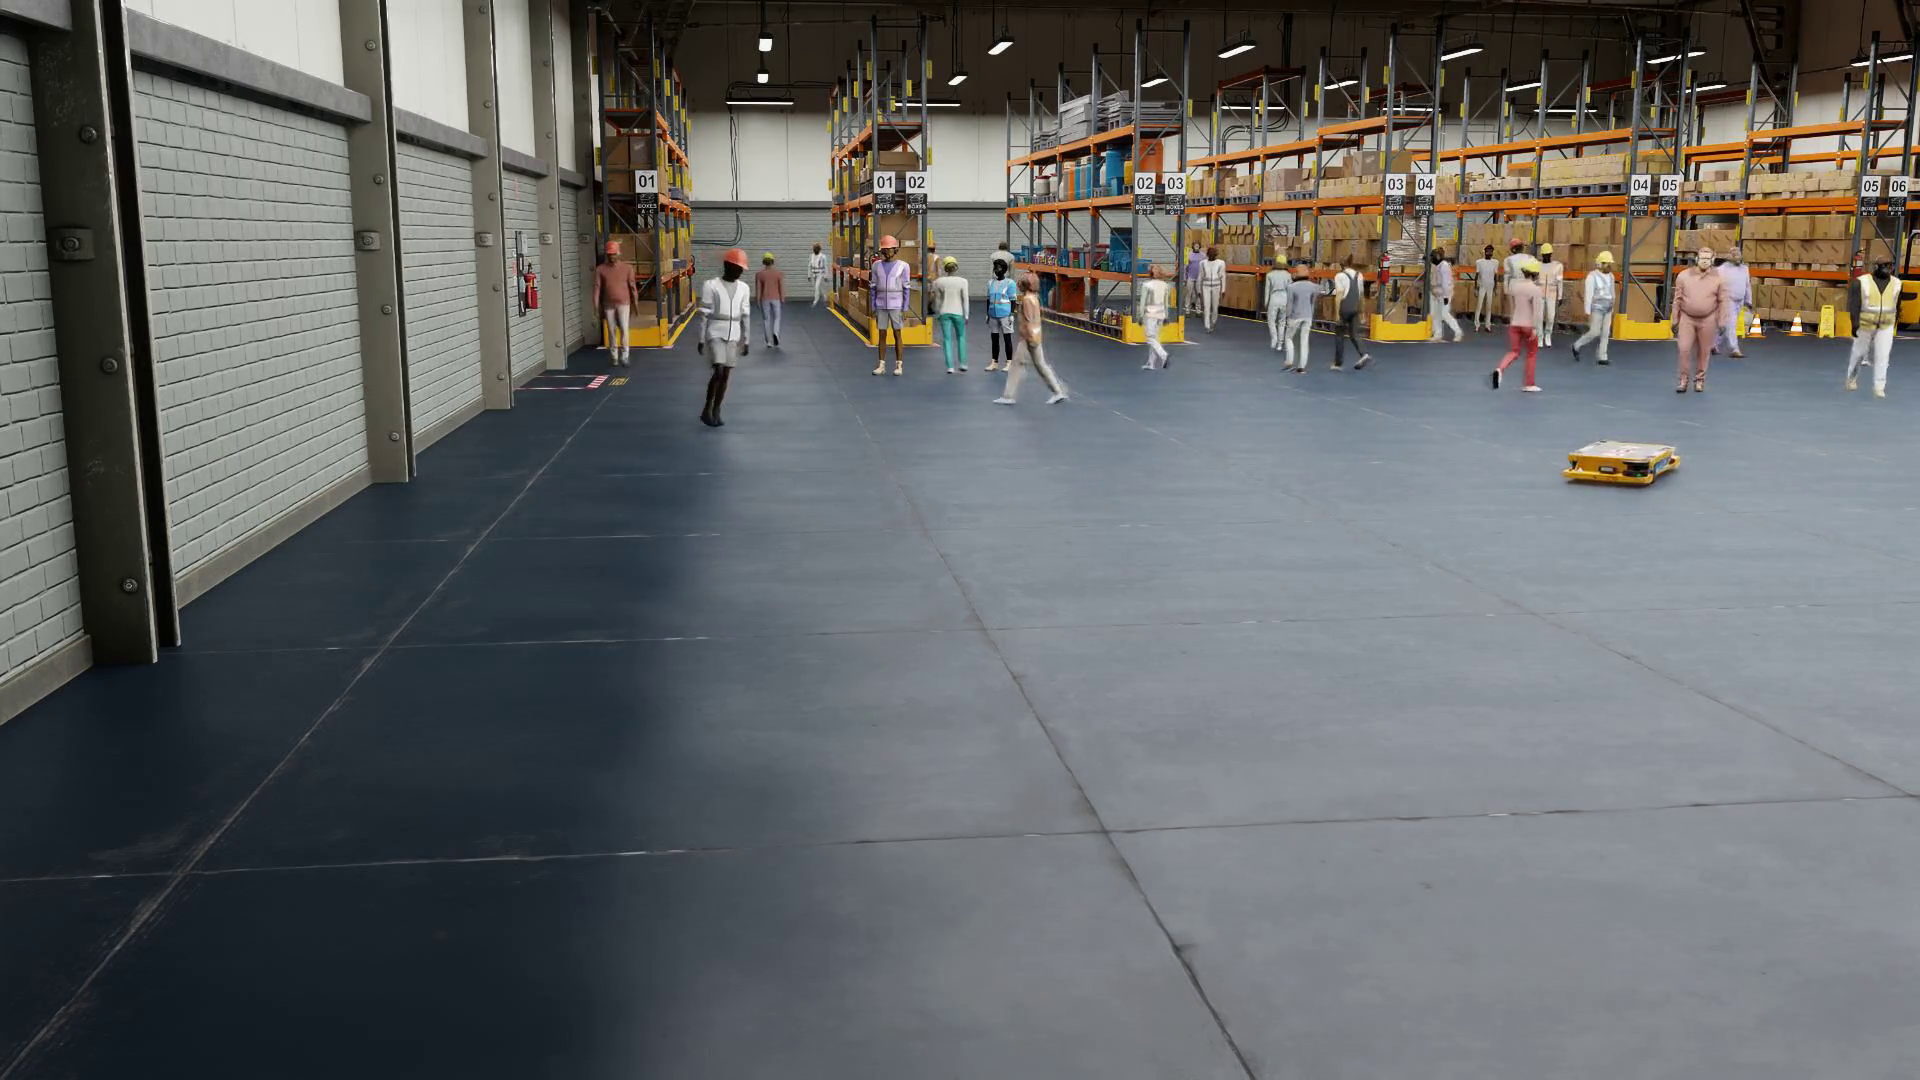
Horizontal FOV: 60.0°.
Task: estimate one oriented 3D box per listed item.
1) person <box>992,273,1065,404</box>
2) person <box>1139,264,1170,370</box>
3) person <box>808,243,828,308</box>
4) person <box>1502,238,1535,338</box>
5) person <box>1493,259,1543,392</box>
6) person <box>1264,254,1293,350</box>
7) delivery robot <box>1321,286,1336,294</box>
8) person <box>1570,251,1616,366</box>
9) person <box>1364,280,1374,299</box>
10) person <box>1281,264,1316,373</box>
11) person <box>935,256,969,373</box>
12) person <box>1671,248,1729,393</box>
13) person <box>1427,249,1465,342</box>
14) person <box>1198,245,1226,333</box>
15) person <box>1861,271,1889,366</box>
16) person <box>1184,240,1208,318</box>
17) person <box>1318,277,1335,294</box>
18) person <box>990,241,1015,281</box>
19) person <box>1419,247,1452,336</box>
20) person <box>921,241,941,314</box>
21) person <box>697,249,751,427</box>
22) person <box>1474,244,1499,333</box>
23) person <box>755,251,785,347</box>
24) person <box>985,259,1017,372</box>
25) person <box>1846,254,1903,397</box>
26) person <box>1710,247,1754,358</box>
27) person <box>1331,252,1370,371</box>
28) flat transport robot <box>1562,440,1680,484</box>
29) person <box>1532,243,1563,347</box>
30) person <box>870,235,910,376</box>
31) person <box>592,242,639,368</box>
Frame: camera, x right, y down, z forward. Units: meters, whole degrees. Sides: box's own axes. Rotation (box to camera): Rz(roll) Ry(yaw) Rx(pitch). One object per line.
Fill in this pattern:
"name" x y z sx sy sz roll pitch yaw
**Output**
"person" 0.869 -2.424 20.106 0.863 1.597 0.534 2 11 13
"person" 2.978 -3.378 25.248 0.523 1.621 0.629 -7 13 -35
"person" -4.038 -7.587 47.672 0.598 1.863 0.822 7 12 34
"person" 11.013 -4.924 32.694 0.708 1.998 0.540 2 11 13
"person" 7.324 -2.790 21.693 0.659 1.743 0.528 -6 12 -31
"person" 5.701 -4.251 29.762 0.495 1.723 0.475 1 10 5
"delivery robot" 11.088 -7.301 49.436 0.707 0.478 0.477 0 10 0
"person" 10.044 -3.649 26.245 0.593 1.809 0.625 -6 12 -31
"person" 10.942 -7.142 45.130 0.630 1.892 0.760 -1 10 -3
"person" 5.058 -3.310 24.895 0.516 1.620 0.486 -3 11 -15
"person" -0.107 -3.378 24.958 0.535 1.725 0.826 1 10 8
"person" 9.605 -2.840 21.617 0.672 1.869 0.854 5 11 25
"person" 9.439 -4.734 32.252 0.684 1.794 0.637 0 10 -1
"person" 5.352 -5.336 35.377 0.583 1.861 0.807 2 10 8
"person" 14.418 -3.545 26.128 0.312 1.639 0.520 -5 11 -26
"person" 5.888 -6.531 41.693 0.639 1.937 0.372 -1 10 -5
"person" 10.041 -7.132 45.330 0.538 1.817 0.993 1 10 8
"person" 1.098 -6.810 43.249 0.659 1.921 0.508 0 10 -3
"person" 9.735 -5.048 33.882 0.663 1.810 0.823 -1 10 -4
"person" -0.783 -6.833 43.382 0.554 1.919 0.600 4 11 19
"person" -2.514 -2.166 17.859 0.589 1.902 0.491 -8 13 -36
"person" 11.169 -5.331 35.310 0.508 1.864 0.329 0 10 0
"person" -3.494 -4.417 30.575 0.548 1.752 0.404 -1 10 -7
"person" 0.607 -3.376 25.047 0.540 1.696 0.315 7 13 35
"person" 11.752 -2.768 21.413 0.614 1.819 0.857 3 11 14
"person" 13.061 -4.036 28.219 0.641 1.864 0.977 -4 11 -21
"person" 5.896 -3.422 24.997 0.556 1.814 0.733 -4 11 -21
"flat transport robot" 5.634 -0.671 14.127 0.652 0.197 1.431 7 12 33
"person" 10.726 -4.475 30.481 0.624 1.905 0.641 3 11 17
"person" -1.034 -3.427 24.377 0.608 2.044 0.371 3 11 15
"person" -5.367 -3.646 25.863 0.669 1.935 1.015 -1 10 -6
